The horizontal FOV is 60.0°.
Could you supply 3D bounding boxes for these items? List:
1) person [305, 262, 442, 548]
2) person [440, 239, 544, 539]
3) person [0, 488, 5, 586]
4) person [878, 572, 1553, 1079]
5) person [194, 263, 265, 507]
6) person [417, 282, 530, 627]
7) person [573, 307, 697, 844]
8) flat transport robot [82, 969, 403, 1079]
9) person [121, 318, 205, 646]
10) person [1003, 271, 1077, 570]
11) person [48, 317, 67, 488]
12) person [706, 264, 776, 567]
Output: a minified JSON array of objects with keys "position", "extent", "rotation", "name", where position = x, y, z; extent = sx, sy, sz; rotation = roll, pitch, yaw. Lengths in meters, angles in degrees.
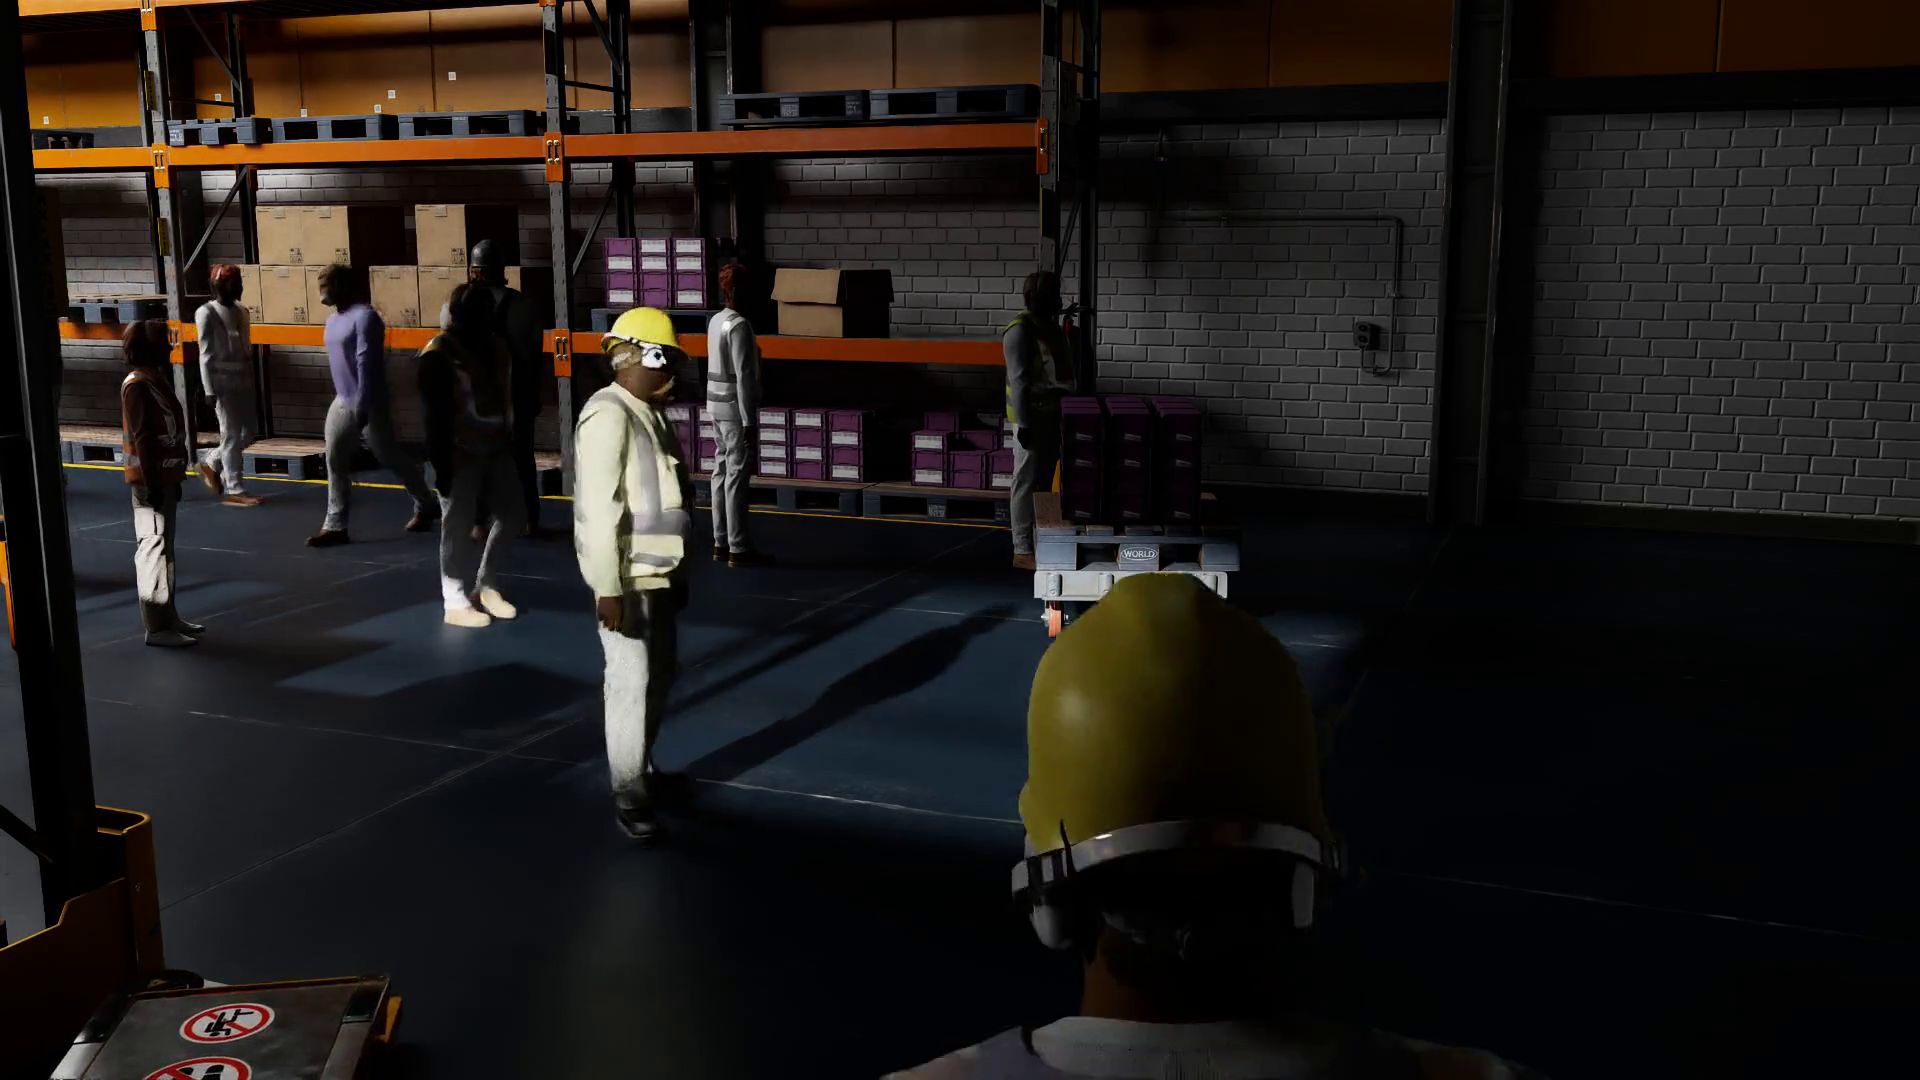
[{"position":[-4.014,-0.933,11.287],"extent":[0.631,1.895,0.995],"rotation":[8,13,37],"name":"person"},{"position":[-3.208,-1.034,11.423],"extent":[0.678,2.000,0.537],"rotation":[-4,11,-23],"name":"person"},{"position":[-5.607,-0.700,9.845],"extent":[0.352,1.937,0.635],"rotation":[1,10,3],"name":"person"},{"position":[0.180,0.915,1.258],"extent":[0.584,1.795,0.914],"rotation":[2,10,9],"name":"person"},{"position":[-5.658,-1.181,12.742],"extent":[0.568,1.868,0.577],"rotation":[3,11,14],"name":"person"},{"position":[-2.558,-0.428,8.683],"extent":[0.467,1.815,0.642],"rotation":[5,11,25],"name":"person"},{"position":[-1.098,0.116,5.715],"extent":[0.406,1.795,0.667],"rotation":[2,10,11],"name":"person"},{"position":[-1.622,1.271,3.507],"extent":[0.652,0.197,1.431],"rotation":[-2,10,-10],"name":"flat transport robot"},{"position":[-4.042,-0.288,8.374],"extent":[0.307,1.644,0.511],"rotation":[-3,11,-17],"name":"person"},{"position":[0.509,-0.744,10.360],"extent":[0.429,1.845,0.622],"rotation":[5,11,24],"name":"person"},{"position":[-7.287,-1.254,12.930],"extent":[0.609,1.940,1.030],"rotation":[-4,11,-19],"name":"person"},{"position":[-1.402,-0.775,10.420],"extent":[0.359,1.882,0.575],"rotation":[-5,11,-26],"name":"person"}]
